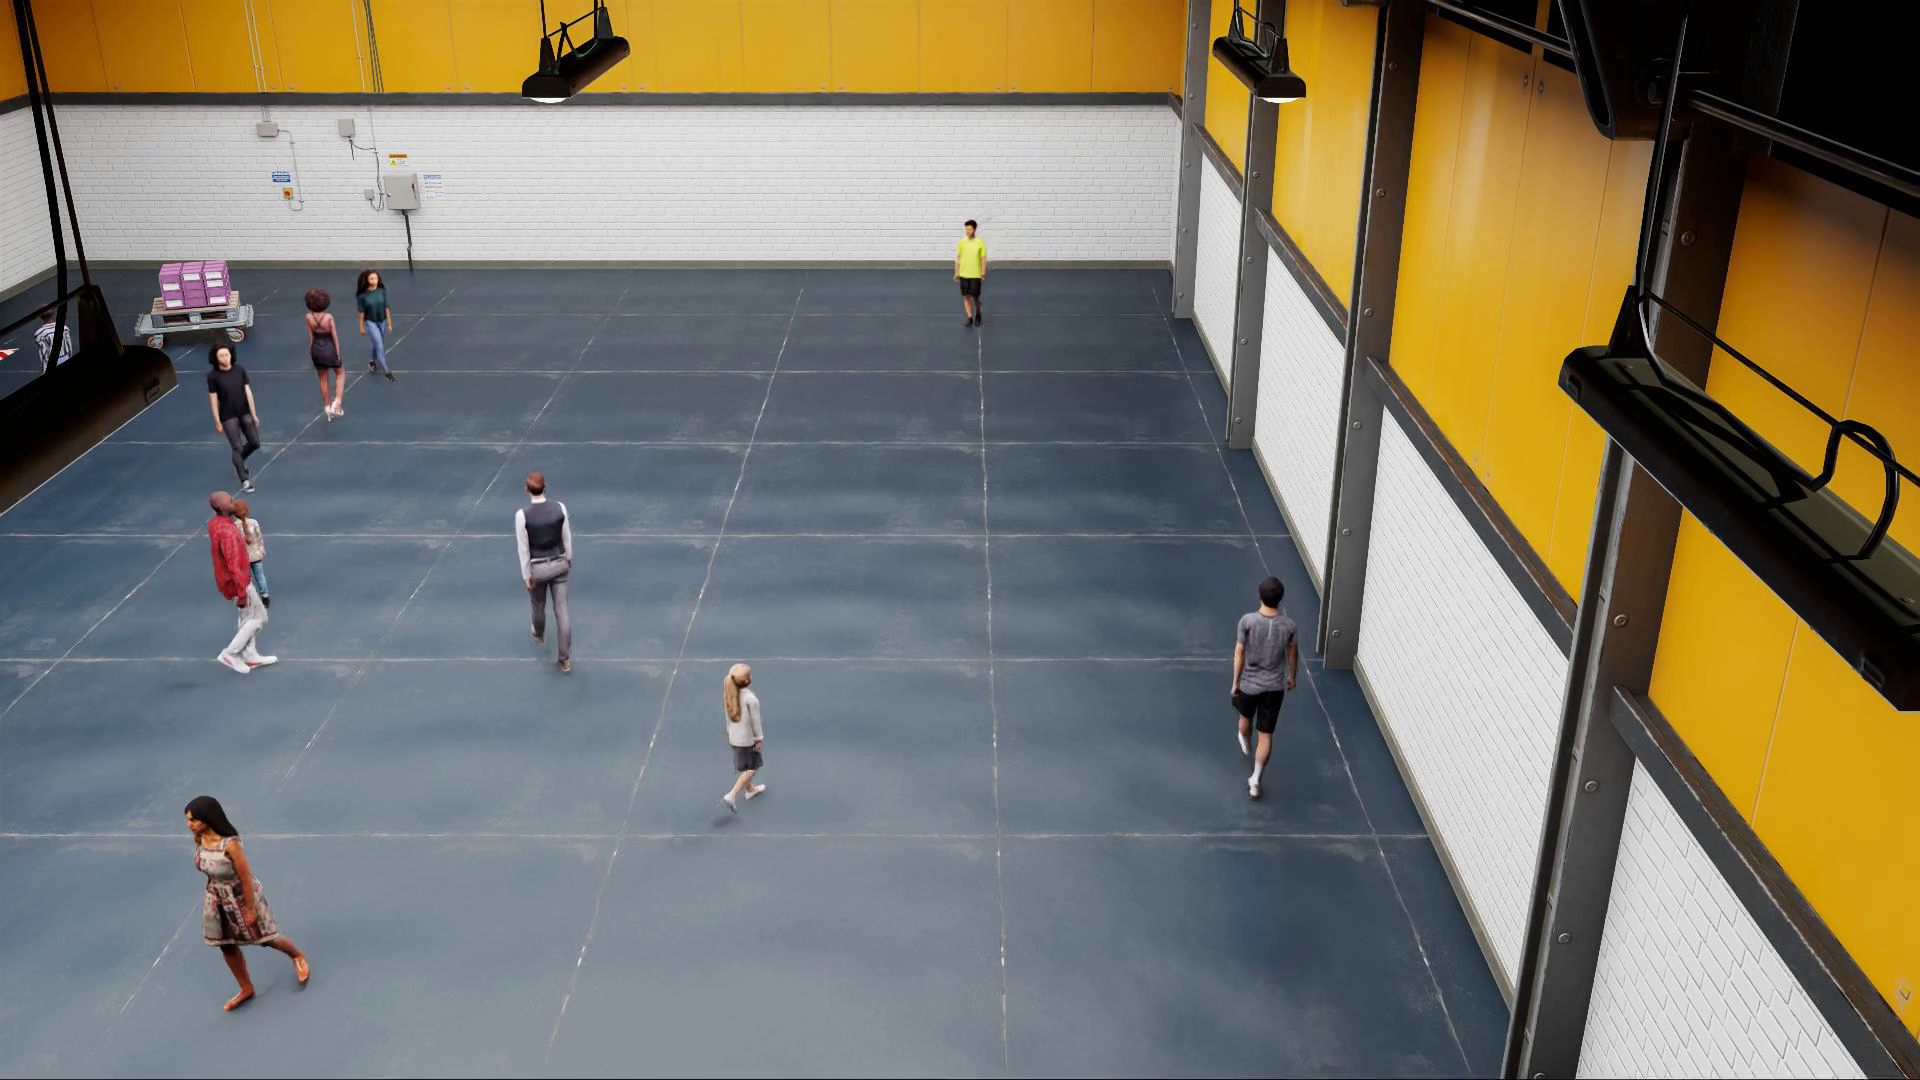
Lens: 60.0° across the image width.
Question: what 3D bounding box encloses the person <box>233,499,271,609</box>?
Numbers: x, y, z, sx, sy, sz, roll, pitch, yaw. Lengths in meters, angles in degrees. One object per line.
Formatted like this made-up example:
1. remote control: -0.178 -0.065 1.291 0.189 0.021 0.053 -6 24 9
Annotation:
1. person: -7.183 0.146 16.781 0.556 1.194 0.599 -16 28 -33

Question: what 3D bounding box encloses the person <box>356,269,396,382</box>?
1. person: -8.357 -3.075 23.681 1.053 1.569 1.129 -19 30 -37

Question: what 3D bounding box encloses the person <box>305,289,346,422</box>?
1. person: -8.377 -2.400 21.879 0.564 1.776 0.633 -1 24 -3

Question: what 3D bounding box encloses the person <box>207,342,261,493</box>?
1. person: -8.644 -1.501 19.771 0.956 1.817 0.897 21 31 40

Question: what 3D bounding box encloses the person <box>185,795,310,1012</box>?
1. person: -4.795 2.378 11.139 0.854 1.623 0.978 8 25 18

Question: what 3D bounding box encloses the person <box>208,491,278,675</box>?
1. person: -6.795 0.407 15.416 0.913 1.809 0.858 -15 28 -30

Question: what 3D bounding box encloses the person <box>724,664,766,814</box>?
1. person: -1.773 1.594 13.379 0.752 1.266 0.847 17 29 33

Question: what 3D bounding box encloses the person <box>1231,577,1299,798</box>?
1. person: 2.456 1.223 13.514 0.793 1.837 1.175 3 24 7

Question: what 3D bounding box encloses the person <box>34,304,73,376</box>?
1. person: -11.523 -2.154 21.293 0.764 1.795 0.620 10 26 22

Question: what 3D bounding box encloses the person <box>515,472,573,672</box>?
1. person: -3.816 0.320 15.505 0.968 1.897 1.253 -9 25 -20

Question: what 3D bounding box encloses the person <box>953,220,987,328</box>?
1. person: 0.184 -4.191 26.078 0.725 1.695 0.737 8 25 18
